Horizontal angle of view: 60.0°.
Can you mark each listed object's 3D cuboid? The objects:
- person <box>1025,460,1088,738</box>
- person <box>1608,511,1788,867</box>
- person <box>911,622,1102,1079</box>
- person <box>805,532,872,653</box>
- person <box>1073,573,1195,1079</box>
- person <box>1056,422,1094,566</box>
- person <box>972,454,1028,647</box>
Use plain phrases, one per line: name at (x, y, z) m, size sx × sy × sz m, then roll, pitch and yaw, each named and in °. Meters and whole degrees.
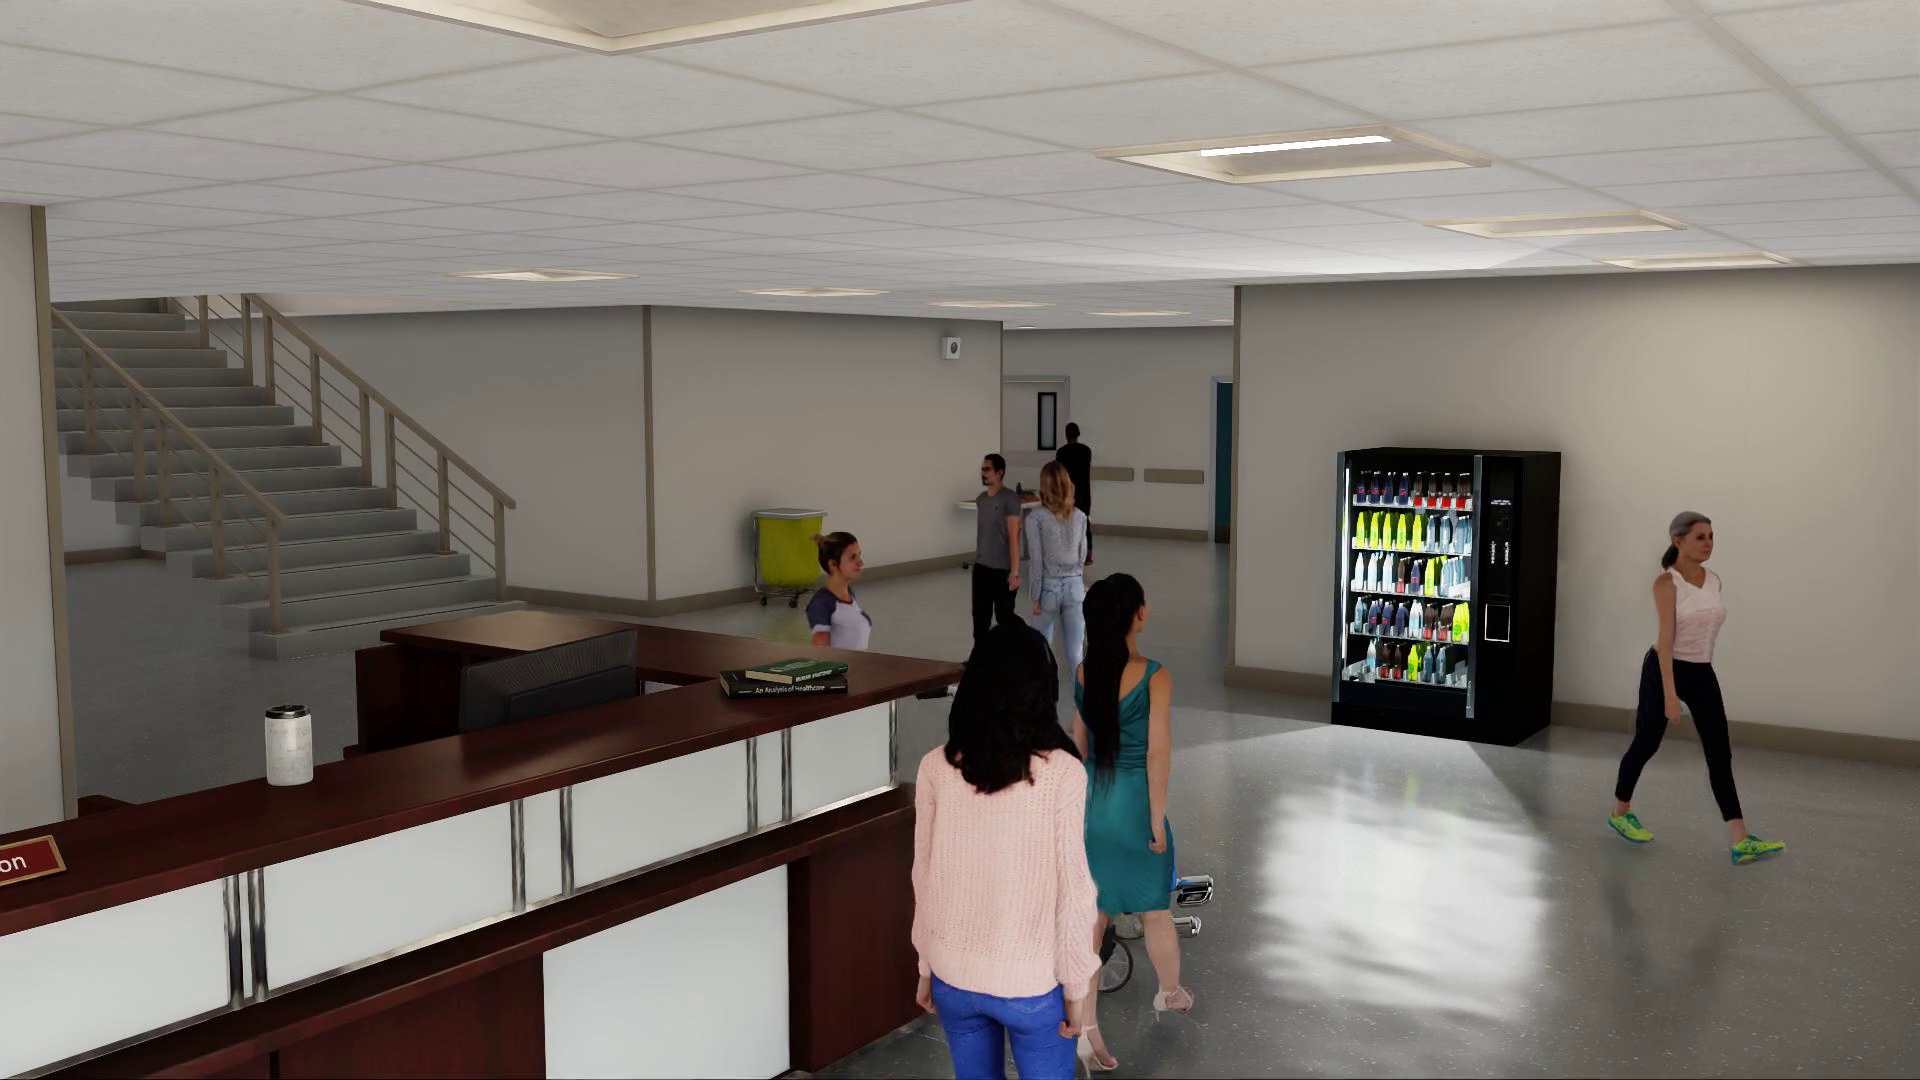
person at (0.666, 0.414, 10.593) m, size 1.092 × 1.751 × 1.209 m, roll -2°, pitch 6°, yaw -15°
person at (3.410, 0.719, 8.067) m, size 1.016 × 1.650 × 1.263 m, roll -3°, pitch 6°, yaw -26°
person at (0.066, 1.082, 3.913) m, size 0.886 × 1.758 × 0.805 m, roll 2°, pitch 6°, yaw 23°
person at (-0.610, 0.768, 7.774) m, size 0.803 × 1.610 × 0.701 m, roll 2°, pitch 6°, yaw 16°
person at (0.486, 0.971, 5.526) m, size 0.862 × 1.656 × 0.647 m, roll 4°, pitch 7°, yaw 35°
person at (1.418, -0.510, 19.964) m, size 1.089 × 1.712 × 1.241 m, roll -2°, pitch 6°, yaw -18°
person at (0.332, 0.231, 12.504) m, size 0.883 × 1.731 × 0.742 m, roll 5°, pitch 8°, yaw 43°
